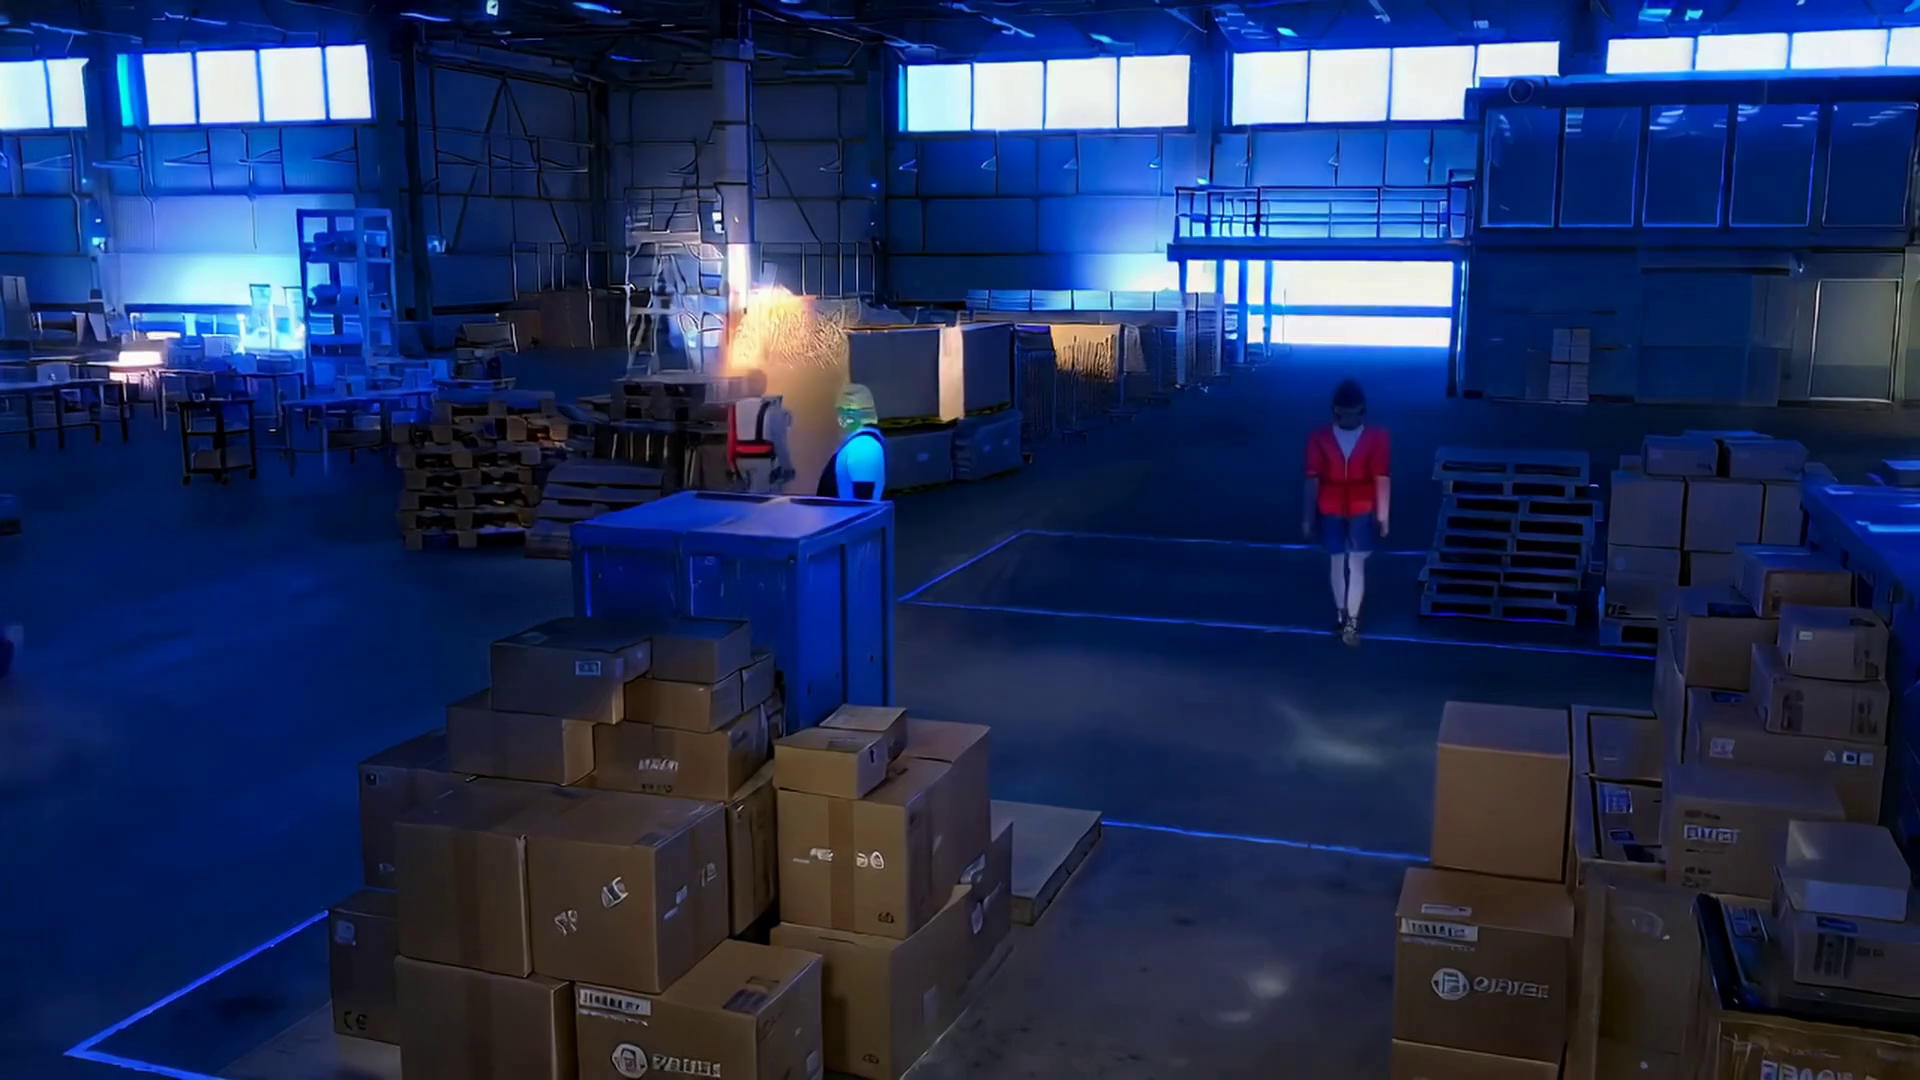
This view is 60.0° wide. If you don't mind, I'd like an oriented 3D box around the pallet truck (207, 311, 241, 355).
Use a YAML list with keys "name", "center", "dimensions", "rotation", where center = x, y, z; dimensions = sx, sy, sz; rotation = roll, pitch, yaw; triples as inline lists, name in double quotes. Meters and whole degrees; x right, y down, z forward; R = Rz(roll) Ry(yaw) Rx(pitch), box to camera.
- name: "pallet truck"
  center: [-19.537, -5.575, 44.913]
  dimensions: [0.653, 1.274, 1.630]
  rotation: [3, 11, 19]

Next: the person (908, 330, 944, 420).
- name: "person"
  center: [-0.549, -2.413, 25.934]
  dimensions: [0.569, 1.701, 0.853]
  rotation: [7, 12, 33]

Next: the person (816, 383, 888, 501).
- name: "person"
  center: [-0.798, -0.140, 12.228]
  dimensions: [0.537, 2.000, 0.682]
  rotation: [0, 10, 0]

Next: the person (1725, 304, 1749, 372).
- name: "person"
  center: [18.488, -4.936, 39.660]
  dimensions: [0.645, 1.887, 0.554]
  rotation: [-4, 11, -23]

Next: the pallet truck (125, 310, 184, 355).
- name: "pallet truck"
  center: [-22.038, -5.665, 45.457]
  dimensions: [0.704, 1.261, 1.522]
  rotation: [3, 11, 17]

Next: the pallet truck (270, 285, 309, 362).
- name: "pallet truck"
  center: [-17.147, -5.700, 43.663]
  dimensions: [0.823, 1.965, 1.885]
  rotation: [3, 11, 17]

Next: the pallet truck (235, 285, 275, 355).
- name: "pallet truck"
  center: [-18.327, -5.835, 44.421]
  dimensions: [0.823, 1.965, 1.885]
  rotation: [4, 11, 23]

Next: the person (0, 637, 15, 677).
- name: "person"
  center: [-6.859, 0.118, 11.169]
  dimensions: [0.548, 1.897, 0.881]
  rotation: [3, 10, 15]

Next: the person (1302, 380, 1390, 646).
- name: "person"
  center: [2.922, -0.199, 12.649]
  dimensions: [0.642, 2.001, 1.001]
  rotation: [3, 11, 18]

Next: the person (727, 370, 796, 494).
- name: "person"
  center: [-1.877, -0.711, 15.983]
  dimensions: [0.572, 1.841, 0.922]
  rotation: [7, 12, 33]

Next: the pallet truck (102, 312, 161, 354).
- name: "pallet truck"
  center: [-23.057, -5.777, 46.261]
  dimensions: [0.680, 1.201, 1.601]
  rotation: [3, 11, 19]

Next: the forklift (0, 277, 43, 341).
- name: "forklift"
  center: [-27.151, -6.329, 46.328]
  dimensions: [1.157, 1.987, 2.680]
  rotation: [3, 11, 17]
